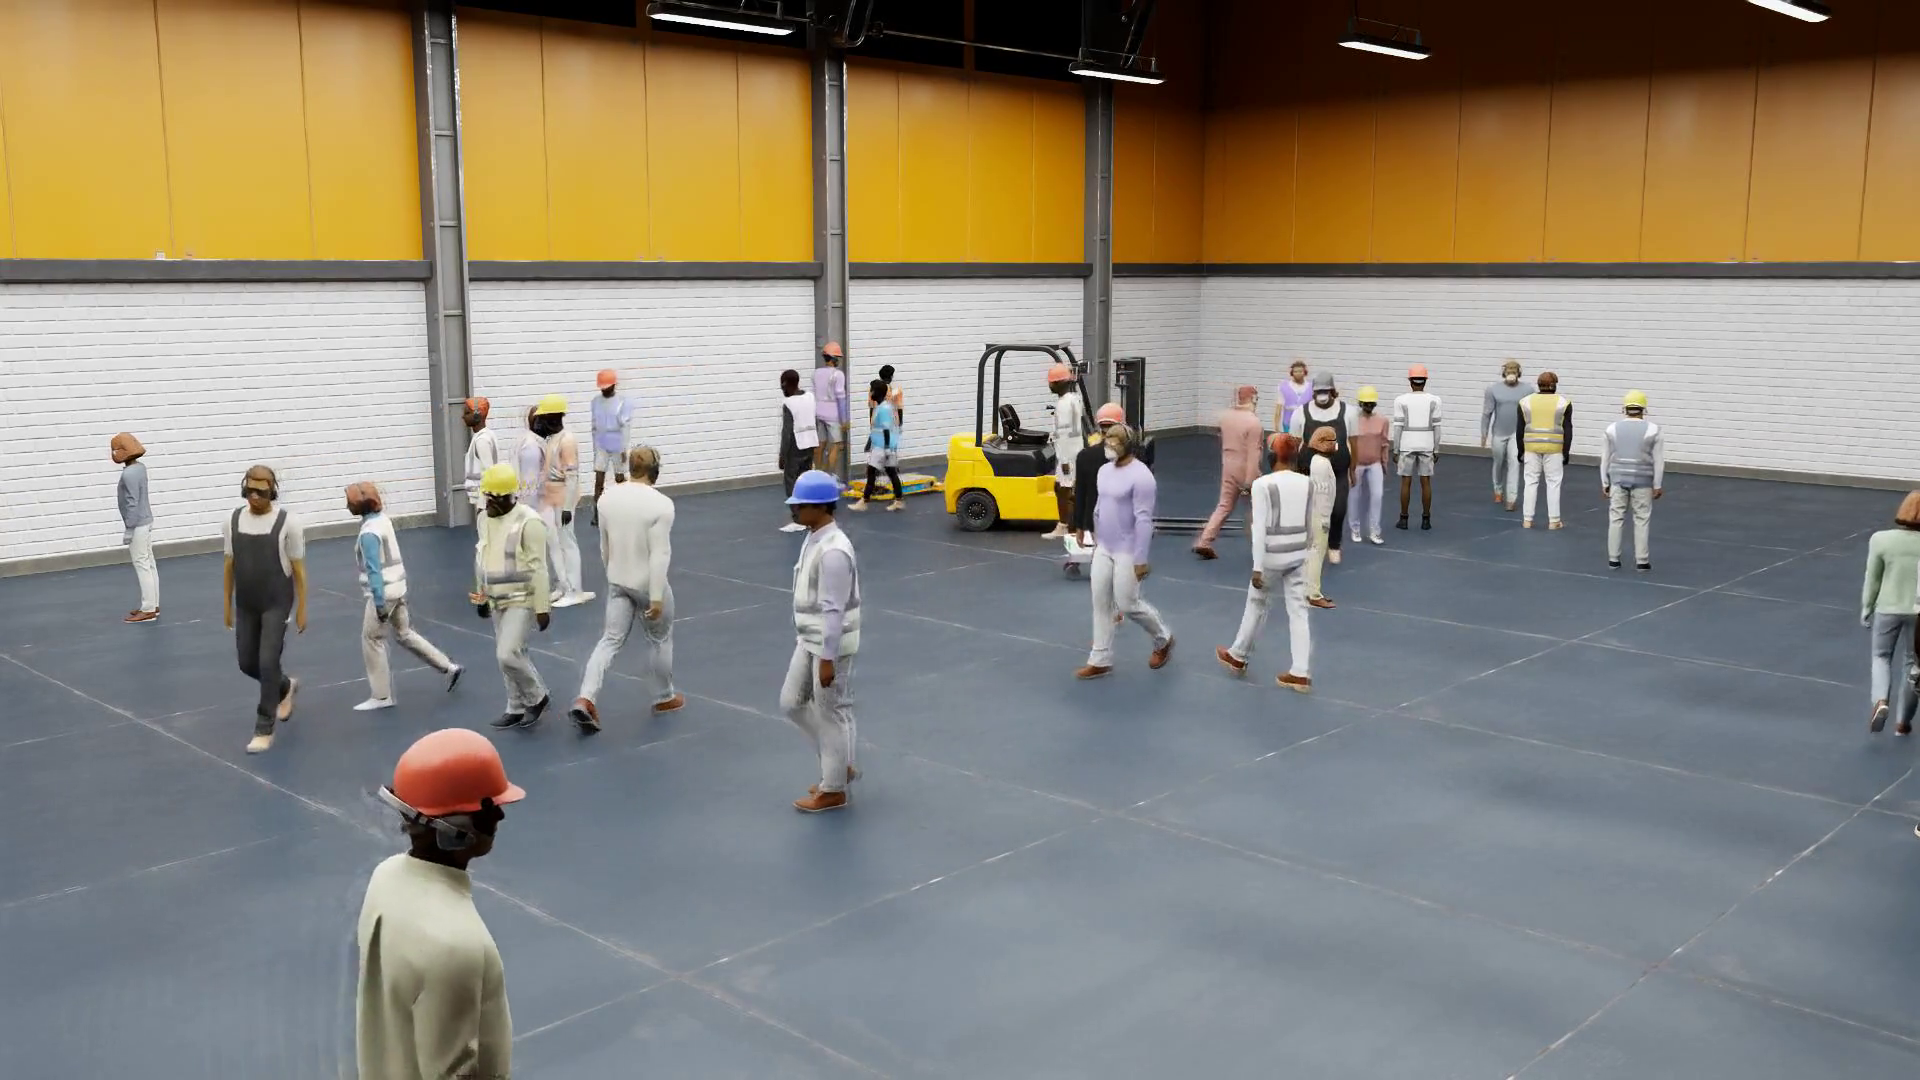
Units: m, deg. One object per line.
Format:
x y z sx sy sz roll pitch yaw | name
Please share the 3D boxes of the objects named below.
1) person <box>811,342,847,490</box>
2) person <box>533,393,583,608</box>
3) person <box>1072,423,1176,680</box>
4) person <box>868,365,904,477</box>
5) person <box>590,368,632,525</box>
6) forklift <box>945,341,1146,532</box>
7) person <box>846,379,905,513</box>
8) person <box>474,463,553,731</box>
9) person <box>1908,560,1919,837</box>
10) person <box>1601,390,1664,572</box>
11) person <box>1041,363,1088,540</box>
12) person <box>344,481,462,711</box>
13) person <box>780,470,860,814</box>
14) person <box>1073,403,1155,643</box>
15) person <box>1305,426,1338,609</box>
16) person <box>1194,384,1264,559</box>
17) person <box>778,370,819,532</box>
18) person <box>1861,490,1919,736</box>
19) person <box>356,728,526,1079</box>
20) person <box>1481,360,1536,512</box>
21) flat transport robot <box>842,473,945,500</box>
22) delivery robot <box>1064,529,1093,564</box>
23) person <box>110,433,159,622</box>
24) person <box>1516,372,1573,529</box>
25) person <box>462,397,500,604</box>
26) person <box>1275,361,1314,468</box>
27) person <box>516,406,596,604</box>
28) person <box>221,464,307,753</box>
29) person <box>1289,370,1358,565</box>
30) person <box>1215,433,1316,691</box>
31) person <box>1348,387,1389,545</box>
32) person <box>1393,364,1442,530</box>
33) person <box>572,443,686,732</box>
-1.772 -1.699 22.893 0.610 2.033 0.424 9 13 44 | person
-3.619 -0.357 14.963 0.383 1.923 0.593 -5 11 -28 | person
1.234 0.082 12.322 0.793 1.916 0.643 -5 11 -29 | person
-1.039 -1.617 23.411 0.534 1.691 0.318 3 10 16 | person
-4.130 -1.138 19.913 0.551 1.885 0.778 2 9 12 | person
0.977 -1.223 19.452 2.313 2.155 1.214 2 9 11 | forklift
-1.066 -1.158 20.690 0.831 1.663 0.543 -1 9 -3 | person
-2.929 0.388 10.779 0.677 1.799 0.453 8 12 40 | person
5.295 0.652 8.674 0.603 1.959 0.374 6 11 31 | person
6.746 -0.588 16.703 0.594 1.830 0.403 7 11 36 | person
1.307 -0.953 18.390 0.790 2.015 0.607 2 9 11 | person
-3.855 0.372 11.476 0.652 1.602 0.544 -1 9 -8 | person
-0.771 0.571 9.233 0.439 1.935 0.634 -3 10 -18 | person
1.240 -0.151 13.674 0.625 1.949 1.034 5 10 26 | person
3.257 -0.209 14.953 0.286 1.633 0.499 1 9 6 | person
2.912 -0.702 17.335 0.961 1.857 0.623 -5 11 -29 | person
-1.836 -1.018 19.265 0.364 1.911 0.631 6 11 32 | person
6.084 0.490 10.700 0.510 1.619 0.490 5 11 30 | person
-1.191 1.400 4.113 1.008 1.938 0.627 -7 12 -38 | person
6.973 -1.352 21.187 0.649 1.896 1.020 3 10 16 | person
-0.868 -0.726 22.289 0.652 0.197 1.431 7 12 38 | flat transport robot
1.378 0.059 16.322 0.707 0.478 0.477 0 9 -3 | delivery robot
-7.109 -0.109 14.338 0.278 1.633 0.497 -2 10 -15 | person
6.819 -1.042 19.435 0.624 1.841 0.430 5 10 27 | person
-4.327 -0.360 15.119 0.359 1.882 0.575 -2 10 -15 | person
4.492 -1.468 22.135 0.600 1.800 0.917 1 9 6 | person
-3.666 -0.314 15.064 0.816 1.814 0.630 -2 9 -12 | person
-4.408 0.401 10.613 0.523 1.821 0.694 1 9 4 | person
3.697 -0.741 16.967 0.702 2.000 0.537 2 9 11 | person
2.271 0.132 12.189 0.613 1.842 0.948 -5 10 -27 | person
4.469 -0.803 18.245 0.550 1.738 0.763 0 9 -2 | person
5.309 -1.078 19.367 0.543 1.933 0.364 1 9 7 | person
-2.189 0.307 11.006 0.643 1.896 0.985 4 10 23 | person
